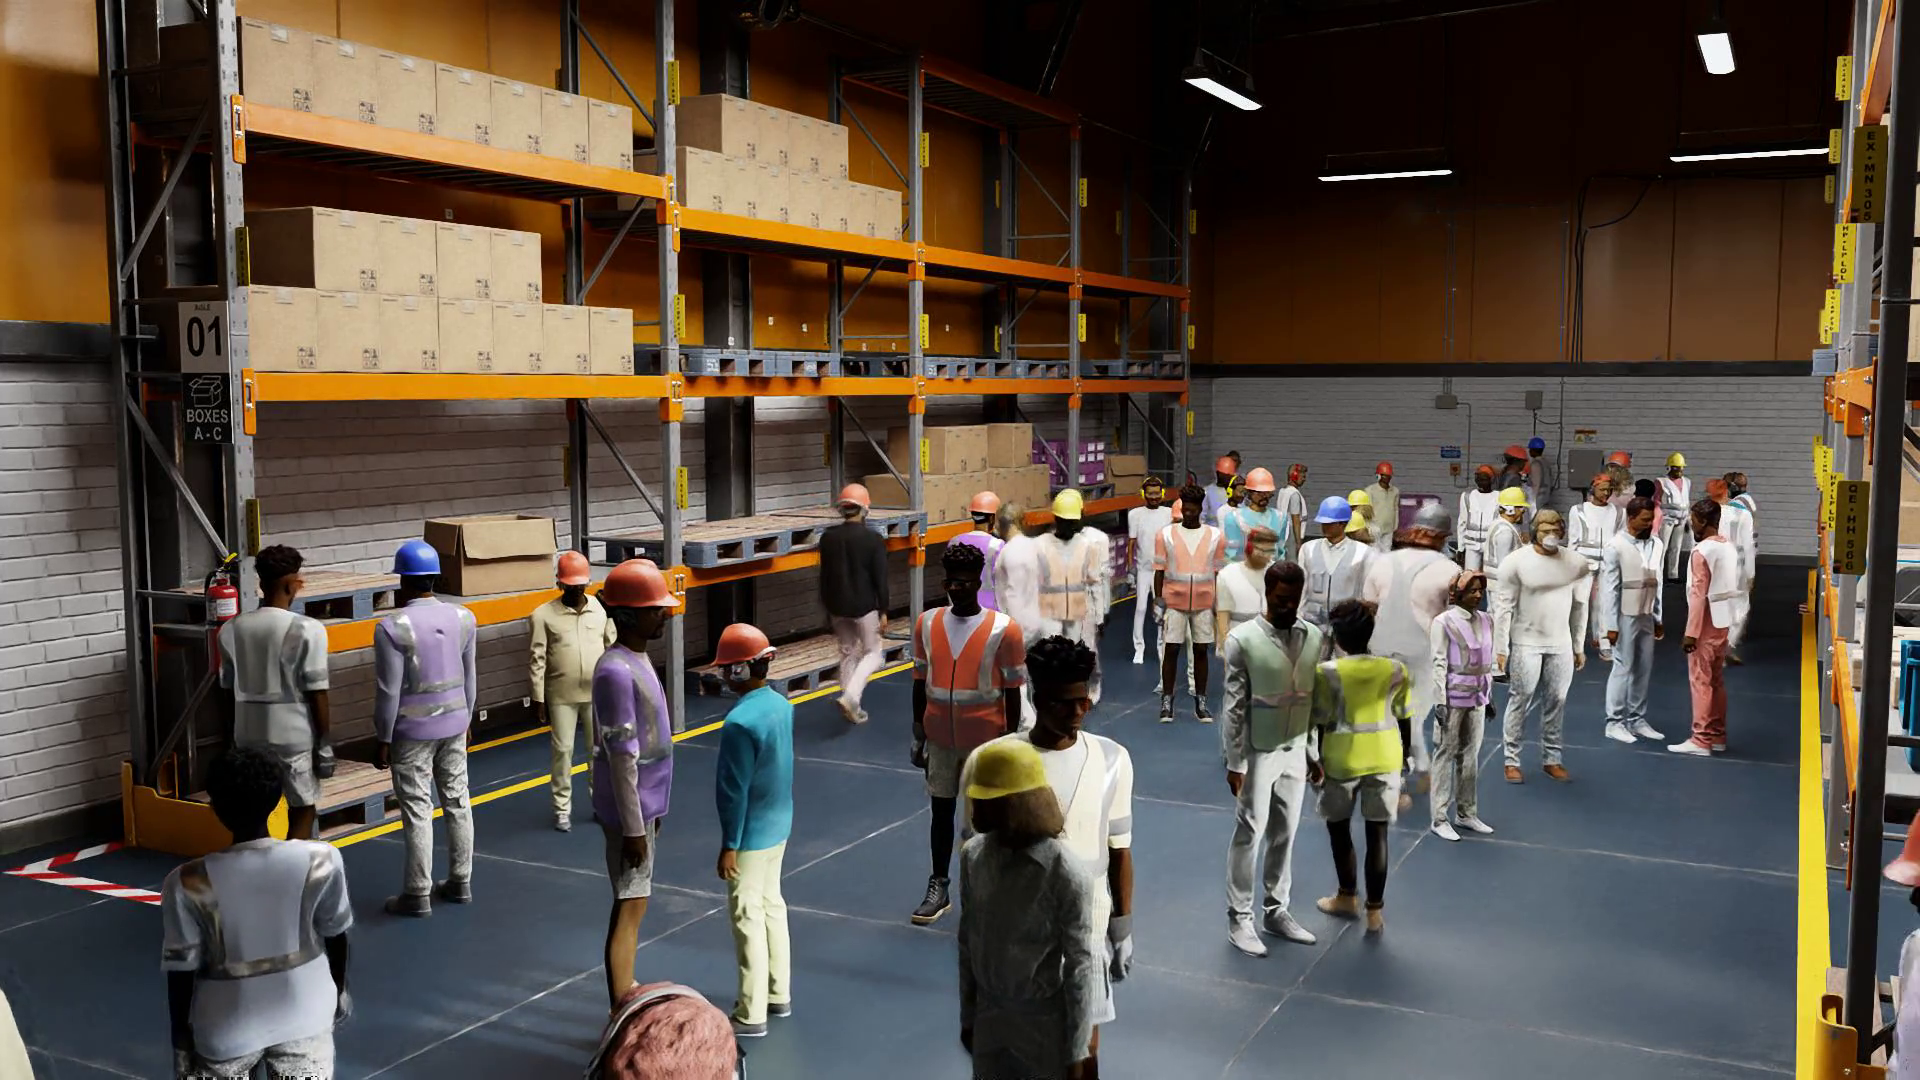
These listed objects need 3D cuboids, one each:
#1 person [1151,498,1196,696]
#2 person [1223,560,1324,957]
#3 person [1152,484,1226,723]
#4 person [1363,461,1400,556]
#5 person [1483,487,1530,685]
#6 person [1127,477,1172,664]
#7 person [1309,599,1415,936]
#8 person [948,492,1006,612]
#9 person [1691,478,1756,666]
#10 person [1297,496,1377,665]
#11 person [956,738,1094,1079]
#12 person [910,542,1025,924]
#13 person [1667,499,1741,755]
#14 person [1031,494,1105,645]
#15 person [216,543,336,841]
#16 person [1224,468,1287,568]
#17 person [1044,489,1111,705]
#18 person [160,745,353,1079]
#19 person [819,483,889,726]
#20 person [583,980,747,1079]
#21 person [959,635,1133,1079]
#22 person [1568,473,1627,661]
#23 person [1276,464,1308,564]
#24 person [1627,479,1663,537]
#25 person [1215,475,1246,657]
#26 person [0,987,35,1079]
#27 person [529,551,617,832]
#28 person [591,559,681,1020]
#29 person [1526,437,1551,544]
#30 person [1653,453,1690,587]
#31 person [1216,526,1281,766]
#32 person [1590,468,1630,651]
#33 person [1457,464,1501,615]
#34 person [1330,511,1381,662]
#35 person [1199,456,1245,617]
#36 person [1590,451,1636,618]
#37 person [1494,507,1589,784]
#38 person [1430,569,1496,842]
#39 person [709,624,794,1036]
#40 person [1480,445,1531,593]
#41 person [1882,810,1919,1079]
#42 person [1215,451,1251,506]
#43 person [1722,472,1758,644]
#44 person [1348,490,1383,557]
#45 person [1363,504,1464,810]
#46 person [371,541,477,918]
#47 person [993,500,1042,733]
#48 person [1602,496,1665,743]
[{"bbox_3d":[1.960,0.503,14.775,0.563,1.755,0.320,2,6,25],"label":"person"},{"bbox_3d":[1.526,1.043,8.141,0.591,1.911,0.383,-3,6,-32],"label":"person"},{"bbox_3d":[1.869,0.515,13.566,0.600,1.958,0.377,0,5,1],"label":"person"},{"bbox_3d":[5.585,-0.165,21.977,0.562,1.753,0.334,-2,6,-24],"label":"person"},{"bbox_3d":[5.028,0.422,15.324,0.404,1.824,0.587,1,5,13],"label":"person"},{"bbox_3d":[1.898,0.304,16.394,0.511,1.861,0.313,-1,5,-6],"label":"person"},{"bbox_3d":[2.031,1.130,8.397,0.619,1.676,0.512,0,5,-3],"label":"person"},{"bbox_3d":[0.171,0.581,13.082,0.549,1.923,0.390,3,6,29],"label":"person"},{"bbox_3d":[7.443,0.325,16.228,0.624,1.853,0.446,5,7,45],"label":"person"},{"bbox_3d":[2.766,0.642,12.278,0.605,1.944,0.402,3,6,28],"label":"person"},{"bbox_3d":[0.170,1.434,4.891,0.501,1.733,0.350,5,7,41],"label":"person"},{"bbox_3d":[0.021,0.986,8.460,0.604,1.966,0.367,2,6,21],"label":"person"},{"bbox_3d":[5.592,0.650,12.421,0.409,1.907,0.598,5,7,44],"label":"person"},{"bbox_3d":[0.852,0.599,12.973,0.600,1.896,0.800,-1,5,-14],"label":"person"},{"bbox_3d":[-3.444,0.995,8.415,0.611,1.958,0.374,1,5,13],"label":"person"},{"bbox_3d":[2.594,0.389,14.476,0.615,2.040,0.391,-2,6,-21],"label":"person"},{"bbox_3d":[0.958,0.517,13.827,0.600,1.902,0.558,2,6,18],"label":"person"},{"bbox_3d":[-2.111,1.444,5.024,0.554,1.686,0.530,-3,6,-30],"label":"person"},{"bbox_3d":[-0.859,0.534,13.265,0.636,1.972,0.654,2,6,24],"label":"person"},{"bbox_3d":[-0.421,1.585,2.415,0.655,1.895,0.400,-4,6,-35],"label":"person"},{"bbox_3d":[0.290,1.271,5.469,0.624,1.950,0.372,-2,6,-18],"label":"person"},{"bbox_3d":[6.358,0.274,16.602,0.580,1.880,0.350,0,5,5],"label":"person"},{"bbox_3d":[3.879,0.023,19.513,0.390,1.838,0.562,-1,5,-6],"label":"person"},{"bbox_3d":[7.731,0.155,18.834,0.542,1.695,0.316,-4,7,-38],"label":"person"},{"bbox_3d":[2.755,0.273,16.753,0.351,1.856,0.519,3,6,33],"label":"person"},{"bbox_3d":[-2.059,1.501,3.318,0.552,1.895,0.590,-2,6,-21],"label":"person"},{"bbox_3d":[-2.366,0.930,10.285,0.575,1.739,0.350,-3,6,-29],"label":"person"},{"bbox_3d":[-1.328,1.096,6.876,0.371,2.044,0.608,-1,5,-7],"label":"person"},{"bbox_3d":[8.942,-0.614,25.771,0.392,1.949,0.602,4,6,35],"label":"person"},{"bbox_3d":[9.736,-0.274,22.724,0.591,1.833,0.404,-2,6,-19],"label":"person"},{"bbox_3d":[2.055,0.790,11.523,0.580,1.781,0.940,-2,6,-16],"label":"person"},{"bbox_3d":[6.796,0.195,17.454,0.361,1.919,0.788,2,6,21],"label":"person"},{"bbox_3d":[5.808,0.095,18.475,0.573,1.887,0.355,3,6,28],"label":"person"},{"bbox_3d":[3.382,0.588,14.251,0.491,1.683,0.940,4,7,39],"label":"person"},{"bbox_3d":[3.091,-0.039,19.745,0.584,1.920,0.396,1,5,12],"label":"person"},{"bbox_3d":[7.681,-0.047,19.503,0.617,1.986,0.408,5,7,43],"label":"person"},{"bbox_3d":[3.994,0.733,11.452,0.646,1.927,0.389,0,5,-5],"label":"person"},{"bbox_3d":[3.059,0.992,10.132,0.514,1.641,0.307,-4,6,-33],"label":"person"},{"bbox_3d":[-0.903,1.224,7.122,0.350,1.739,0.574,1,5,14],"label":"person"},{"bbox_3d":[6.898,-0.206,21.056,0.902,2.013,0.617,1,5,7],"label":"person"},{"bbox_3d":[2.194,1.466,3.525,0.591,1.919,0.548,0,5,-3],"label":"person"},{"bbox_3d":[3.953,-0.364,23.791,0.515,1.810,0.831,-3,6,-30],"label":"person"},{"bbox_3d":[8.289,0.189,17.797,0.430,1.832,0.631,4,6,33],"label":"person"},{"bbox_3d":[3.864,0.383,16.133,0.312,1.744,0.487,-4,7,-35],"label":"person"},{"bbox_3d":[3.025,0.725,10.880,0.964,2.000,0.690,-4,7,-37],"label":"person"},{"bbox_3d":[-2.787,0.975,8.668,0.389,1.949,0.603,4,7,35],"label":"person"},{"bbox_3d":[0.406,0.673,12.163,0.419,1.912,0.652,1,5,10],"label":"person"},{"bbox_3d":[5.196,0.607,12.871,0.603,1.906,0.399,-3,6,-30],"label":"person"}]
